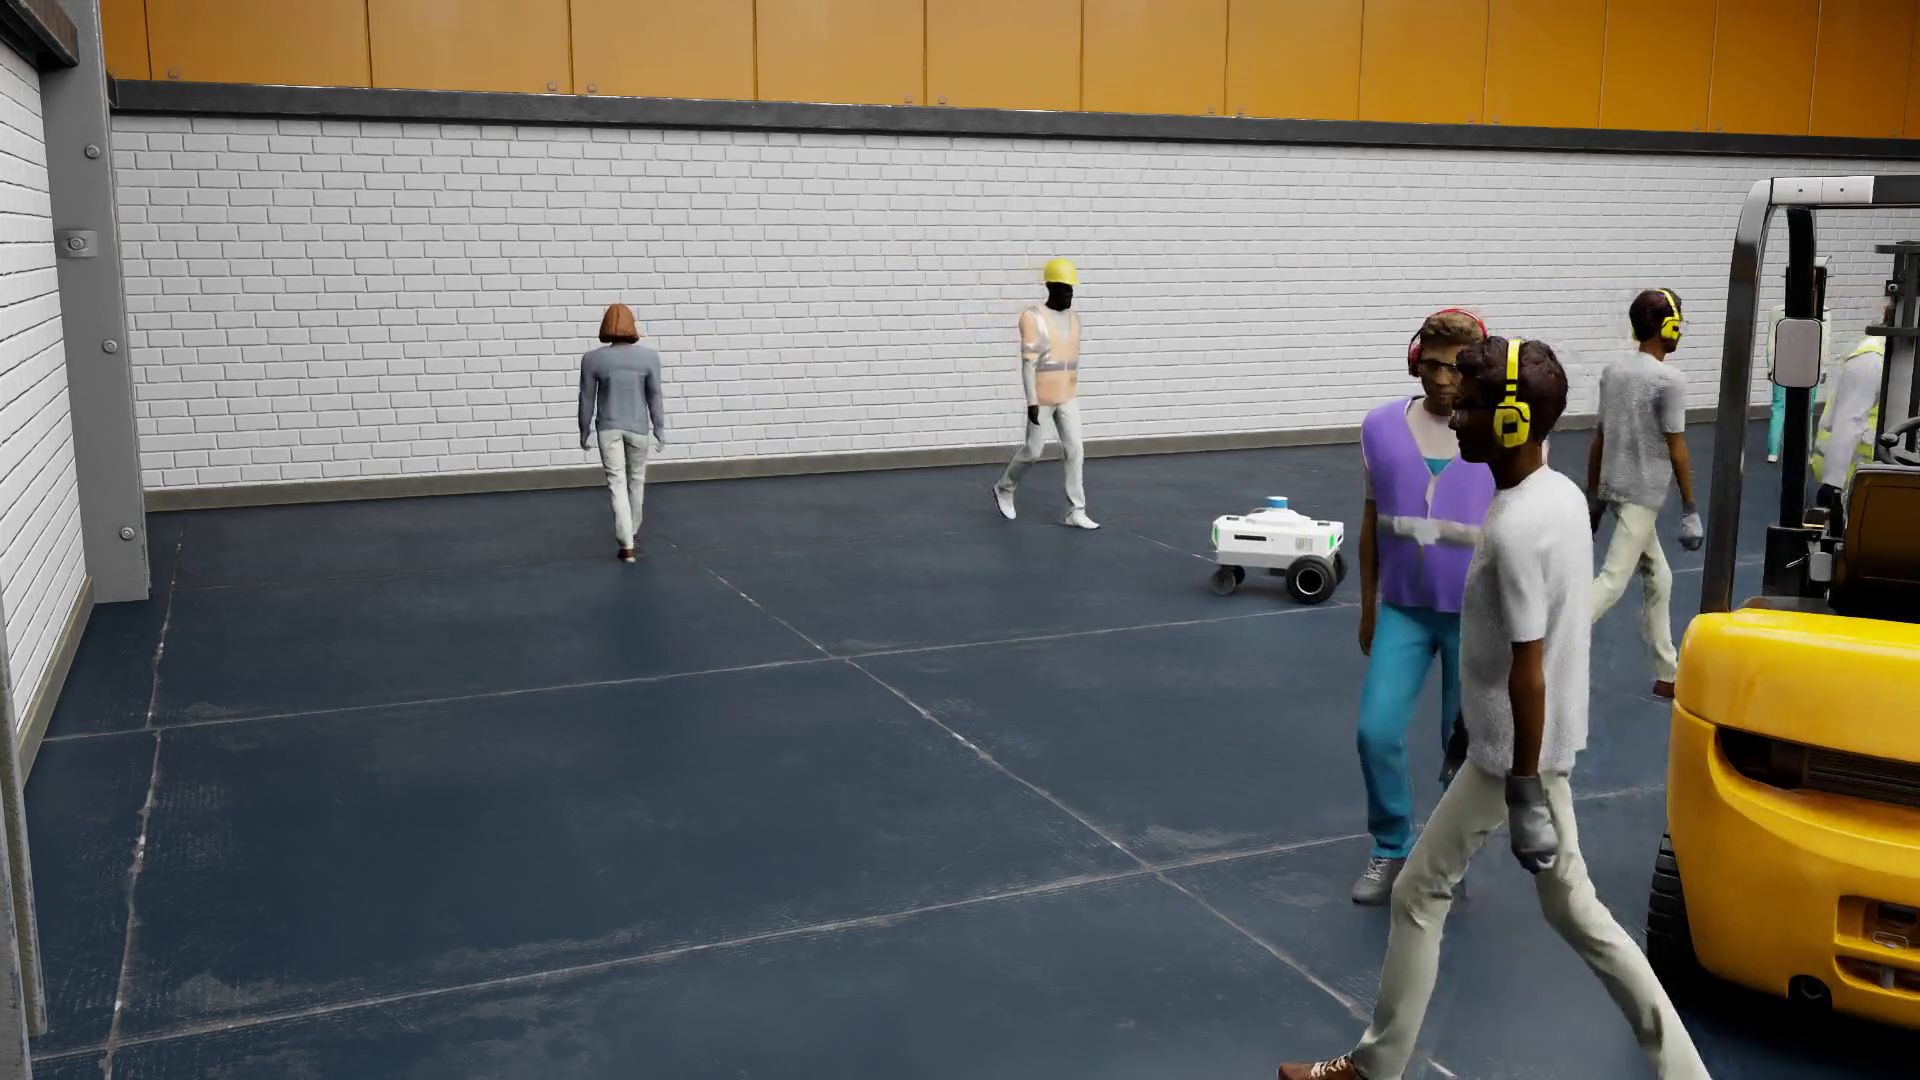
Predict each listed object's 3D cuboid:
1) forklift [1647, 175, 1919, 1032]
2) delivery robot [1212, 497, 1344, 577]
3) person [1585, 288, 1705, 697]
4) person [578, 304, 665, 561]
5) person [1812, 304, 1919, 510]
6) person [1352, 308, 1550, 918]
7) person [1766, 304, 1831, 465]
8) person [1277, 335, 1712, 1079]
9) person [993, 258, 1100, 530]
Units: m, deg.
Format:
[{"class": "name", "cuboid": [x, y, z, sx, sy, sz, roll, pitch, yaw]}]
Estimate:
[{"class": "forklift", "cuboid": [2.810, 0.094, 4.662, 1.214, 2.155, 2.313, 7, 12, 34]}, {"class": "delivery robot", "cuboid": [1.801, -0.003, 9.454, 0.707, 0.478, 0.477, 4, 11, 21]}, {"class": "person", "cuboid": [2.868, -0.164, 7.163, 0.968, 1.832, 0.525, -1, 10, -8]}, {"class": "person", "cuboid": [-2.183, -0.701, 10.659, 0.523, 1.592, 0.801, -4, 11, -21]}, {"class": "person", "cuboid": [4.343, -0.265, 7.793, 0.911, 1.778, 0.684, 7, 13, 36]}, {"class": "person", "cuboid": [1.426, 0.232, 4.920, 0.572, 1.821, 0.482, 7, 12, 33]}, {"class": "person", "cuboid": [7.492, -1.548, 14.890, 0.525, 1.769, 0.311, 8, 13, 38]}, {"class": "person", "cuboid": [1.271, 0.464, 3.667, 0.962, 1.830, 0.530, 6, 12, 31]}, {"class": "person", "cuboid": [0.609, -1.039, 11.739, 0.586, 1.894, 0.878, -8, 13, -37]}]
